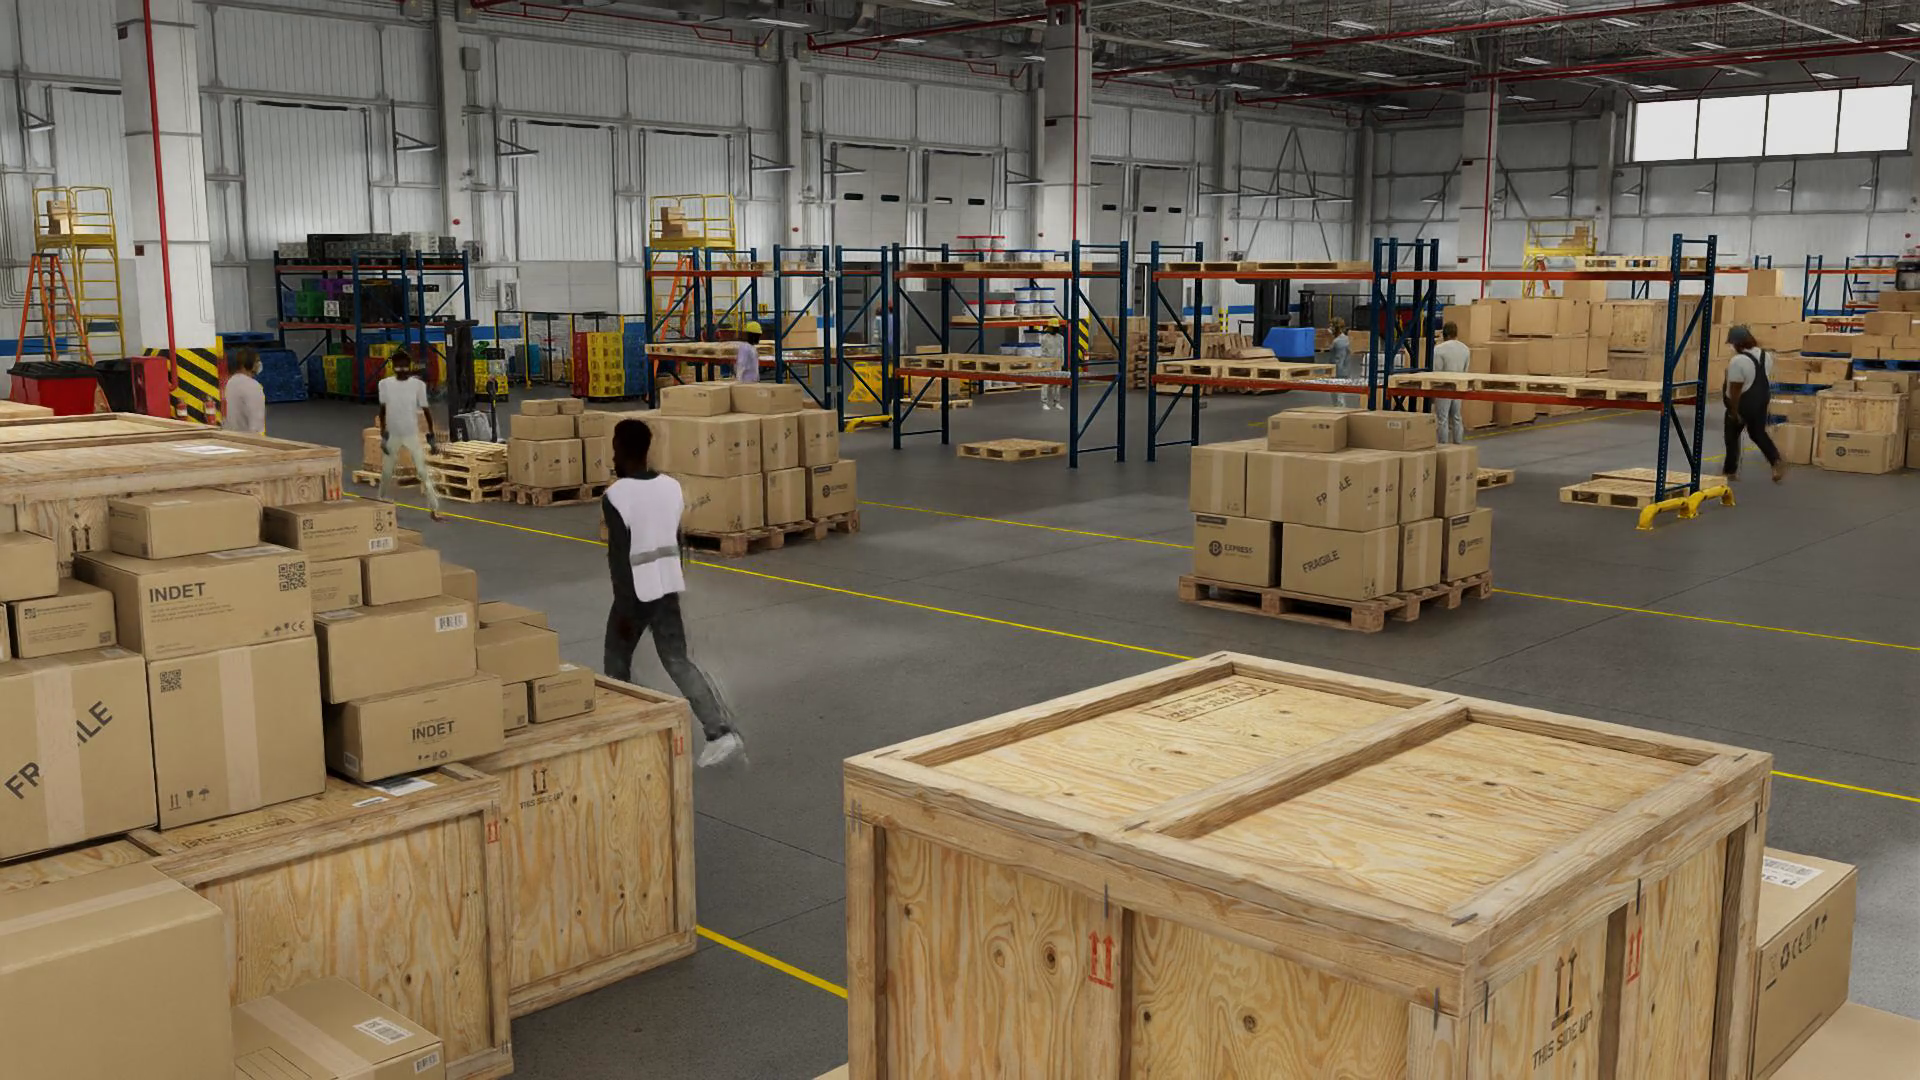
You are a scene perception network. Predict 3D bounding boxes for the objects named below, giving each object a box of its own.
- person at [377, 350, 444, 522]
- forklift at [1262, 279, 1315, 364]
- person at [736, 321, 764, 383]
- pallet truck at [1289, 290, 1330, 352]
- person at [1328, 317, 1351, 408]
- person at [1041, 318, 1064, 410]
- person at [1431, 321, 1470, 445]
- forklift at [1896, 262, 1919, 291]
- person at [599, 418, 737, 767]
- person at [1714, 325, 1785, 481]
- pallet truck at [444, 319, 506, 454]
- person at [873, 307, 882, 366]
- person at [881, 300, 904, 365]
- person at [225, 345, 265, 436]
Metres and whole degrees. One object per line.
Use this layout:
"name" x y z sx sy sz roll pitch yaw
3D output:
"person" -5.823 -1.091 17.529 0.742 1.819 0.544 -2 9 -11
"forklift" 8.555 -6.090 44.881 1.873 2.768 1.129 9 13 43
"person" -3.282 -2.382 25.249 0.972 1.874 0.585 1 9 3
"pallet truck" 11.297 -6.951 52.861 1.885 1.965 0.823 -5 11 -29
"person" 5.812 -2.456 25.537 0.363 1.929 0.629 2 9 11
"person" 1.755 -3.321 31.398 0.484 1.739 0.319 -4 10 -24
"person" 6.813 -2.072 23.176 0.623 1.932 0.370 -5 10 -28
"forklift" 22.991 -5.306 40.076 1.129 2.768 1.873 3 10 16
"person" -1.616 0.287 8.876 0.959 1.882 0.603 5 11 30
"person" 9.807 -1.708 20.583 0.720 2.000 0.863 -4 10 -21
"pallet truck" -6.981 -1.942 22.150 1.885 1.965 0.823 1 9 9
"person" -2.161 -5.386 44.392 0.313 1.633 0.517 -1 9 -5
"person" -1.570 -4.684 39.152 0.552 1.933 0.375 4 10 22
"person" -6.865 -0.902 15.988 0.506 1.926 0.647 -8 12 -39
